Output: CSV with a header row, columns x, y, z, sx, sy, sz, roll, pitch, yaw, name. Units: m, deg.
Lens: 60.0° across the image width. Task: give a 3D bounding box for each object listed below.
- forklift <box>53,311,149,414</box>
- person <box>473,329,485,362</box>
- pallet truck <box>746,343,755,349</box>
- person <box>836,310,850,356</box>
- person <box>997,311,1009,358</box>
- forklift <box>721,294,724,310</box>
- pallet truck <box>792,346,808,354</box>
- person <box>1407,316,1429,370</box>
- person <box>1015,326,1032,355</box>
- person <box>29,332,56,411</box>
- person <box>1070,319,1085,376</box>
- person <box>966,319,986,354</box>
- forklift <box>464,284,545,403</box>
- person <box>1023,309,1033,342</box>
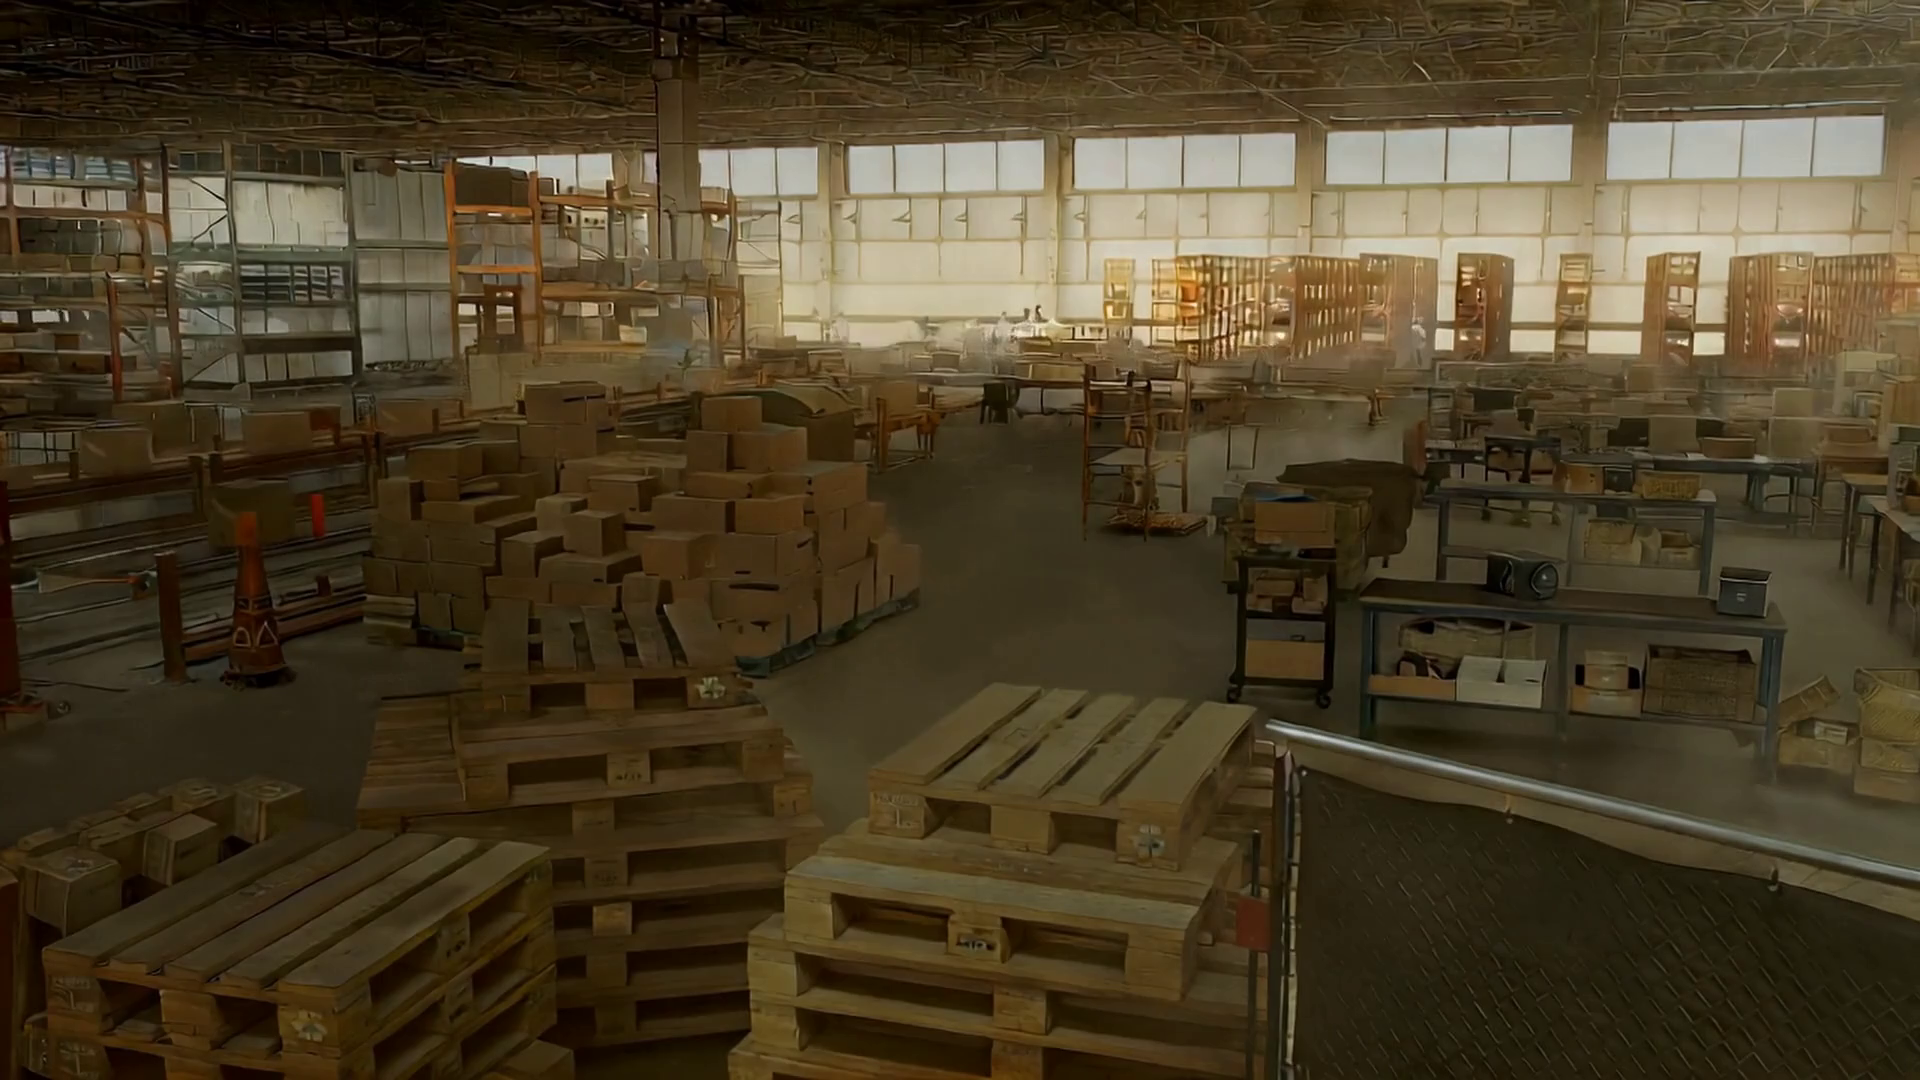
x,y,z,sx,sy,sz,roll,pitch,yaw,name
-18.967,-4.204,36.483,1.873,2.768,1.129,3,10,20,forklift
-12.040,-4.482,41.970,0.321,1.694,0.535,8,12,40,person
-6.183,-4.618,44.264,1.601,1.201,0.680,-9,12,-43,pallet truck
-4.350,-7.710,62.110,0.569,1.730,0.739,-4,10,-24,person
1.608,-7.512,60.870,0.482,1.736,0.348,-5,10,-30,person
-7.932,-6.801,52.795,1.129,2.768,1.873,-1,9,-4,forklift
-3.705,-4.298,42.022,0.653,1.274,1.630,3,10,20,pallet truck
14.184,-6.035,51.475,0.585,1.780,0.985,-8,12,-41,person
1.558,-3.964,38.051,0.837,1.909,0.649,5,10,26,person
-19.571,-3.516,35.406,1.014,1.852,0.636,3,10,19,person
3.355,-5.459,47.744,0.578,1.810,0.916,-5,11,-31,person
0.466,-5.194,45.982,0.599,1.830,0.404,5,10,29,person
-10.832,-4.702,39.610,1.129,2.768,1.873,3,10,20,forklift
2.270,-6.868,56.284,0.409,1.903,0.638,1,9,5,person
